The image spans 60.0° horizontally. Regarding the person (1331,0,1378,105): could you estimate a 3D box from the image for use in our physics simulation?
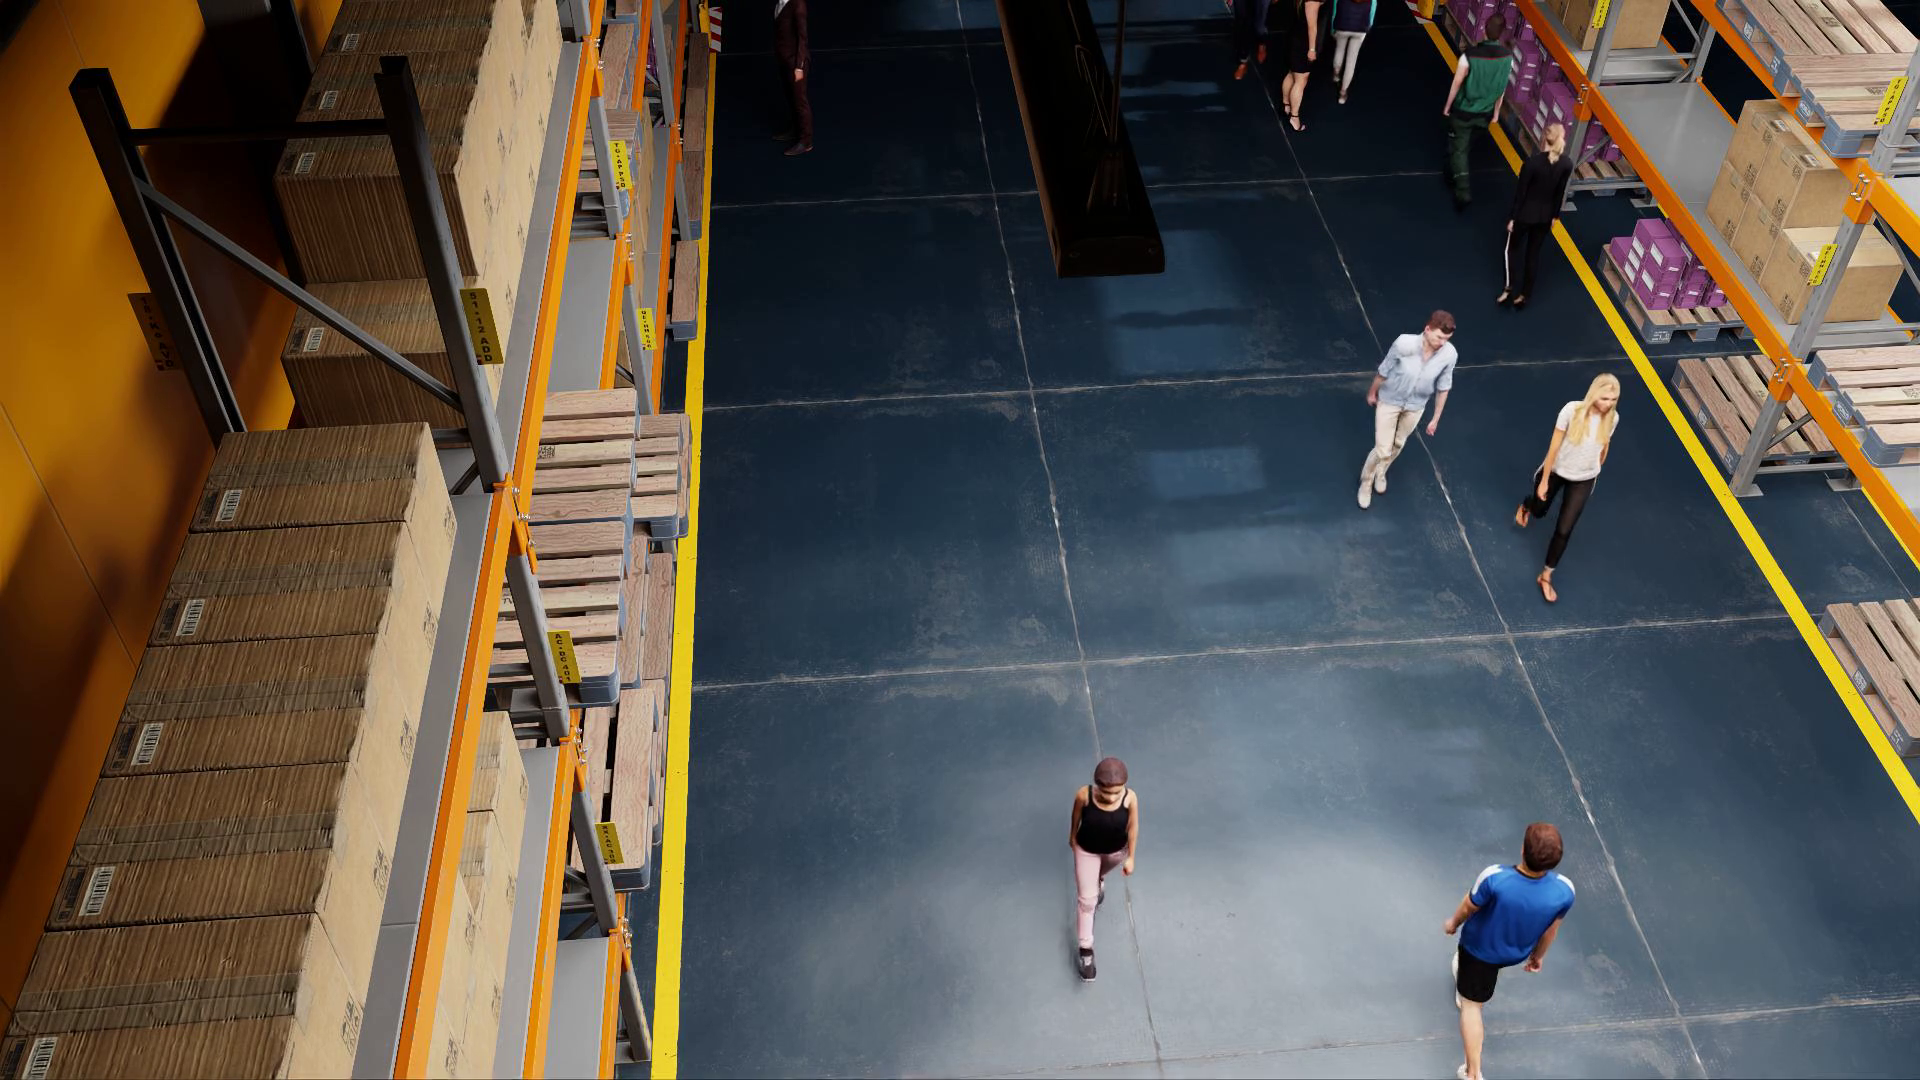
[{"bbox_3d":[3.898,-5.071,16.574,0.766,1.463,0.993,11,45,11],"label":"person"}]

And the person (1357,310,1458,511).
[{"bbox_3d":[3.204,-1.036,12.092,0.719,1.803,0.807,5,44,6],"label":"person"}]

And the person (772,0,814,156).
[{"bbox_3d":[-1.587,-4.592,15.780,0.819,1.866,0.670,-18,46,-18],"label":"person"}]

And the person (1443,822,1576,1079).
[{"bbox_3d":[2.816,2.182,8.691,0.741,1.835,1.228,0,44,0],"label":"person"}]

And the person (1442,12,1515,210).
[{"bbox_3d":[4.647,-3.853,15.040,0.648,1.816,1.062,-3,44,-3],"label":"person"}]

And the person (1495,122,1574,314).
[{"bbox_3d":[4.776,-2.642,13.864,0.622,1.684,0.609,-6,44,-6],"label":"person"}]

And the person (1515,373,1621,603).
[{"bbox_3d":[4.168,-0.491,11.527,0.708,1.793,1.152,3,44,3],"label":"person"}]

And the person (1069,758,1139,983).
[{"bbox_3d":[0.806,1.687,9.444,0.564,1.513,1.046,0,44,0],"label":"person"}]

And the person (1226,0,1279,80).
[{"bbox_3d":[2.984,-5.606,16.892,0.922,1.799,0.991,16,46,16],"label":"person"}]

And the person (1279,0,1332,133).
[{"bbox_3d":[3.322,-4.810,16.115,0.717,1.718,0.542,-5,44,-6],"label":"person"}]
